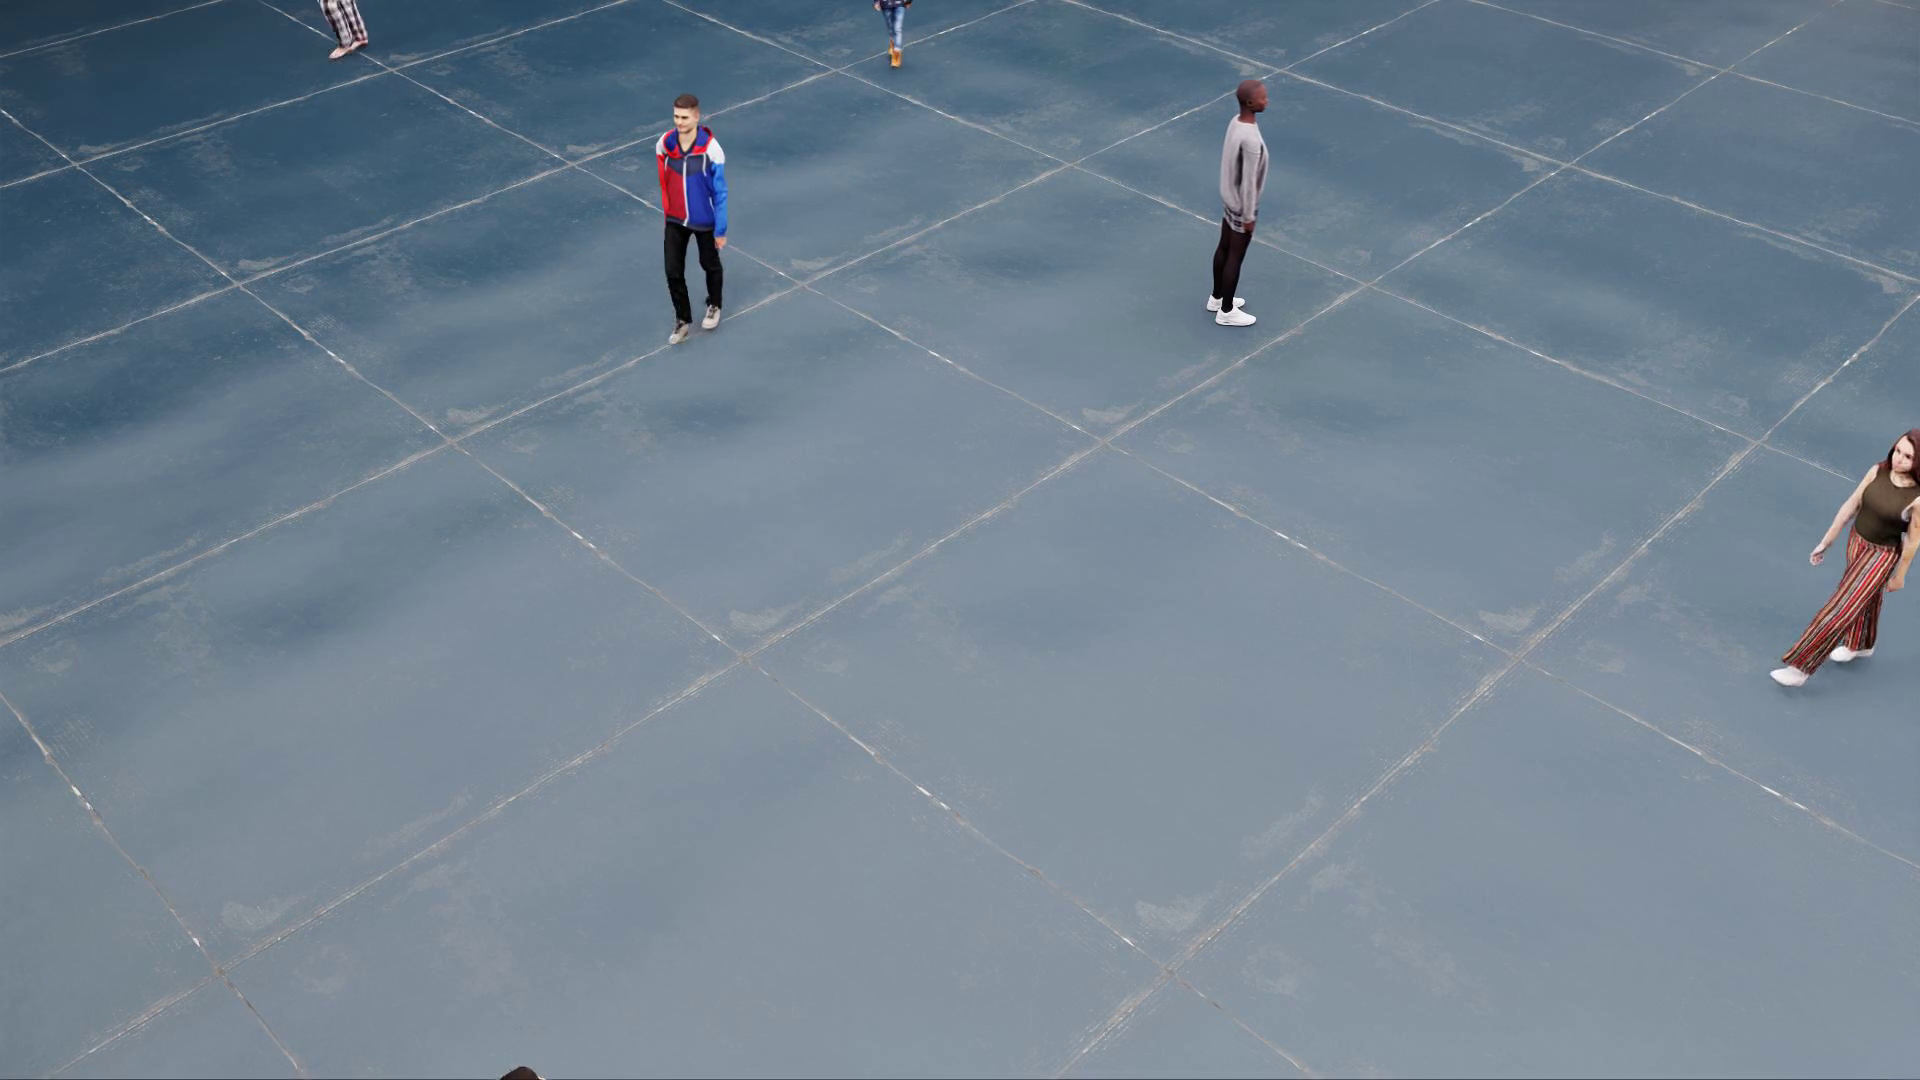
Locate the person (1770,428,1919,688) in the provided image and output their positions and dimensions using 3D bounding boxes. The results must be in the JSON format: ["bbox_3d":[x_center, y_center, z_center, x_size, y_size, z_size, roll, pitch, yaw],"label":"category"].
[{"bbox_3d":[4.783,0.064,8.621,1.070,1.527,0.846,-11,39,-14],"label":"person"}]

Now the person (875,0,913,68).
[{"bbox_3d":[-0.630,-5.135,15.711,0.802,1.221,0.915,4,37,5],"label":"person"}]

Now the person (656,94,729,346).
[{"bbox_3d":[-1.806,-2.266,11.509,0.884,1.740,0.967,7,38,9],"label":"person"}]

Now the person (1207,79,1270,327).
[{"bbox_3d":[1.941,-2.358,11.604,0.728,1.771,0.692,-4,37,-5],"label":"person"}]

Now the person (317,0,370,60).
[{"bbox_3d":[-5.905,-5.550,15.752,0.708,1.833,0.799,25,44,29],"label":"person"}]
